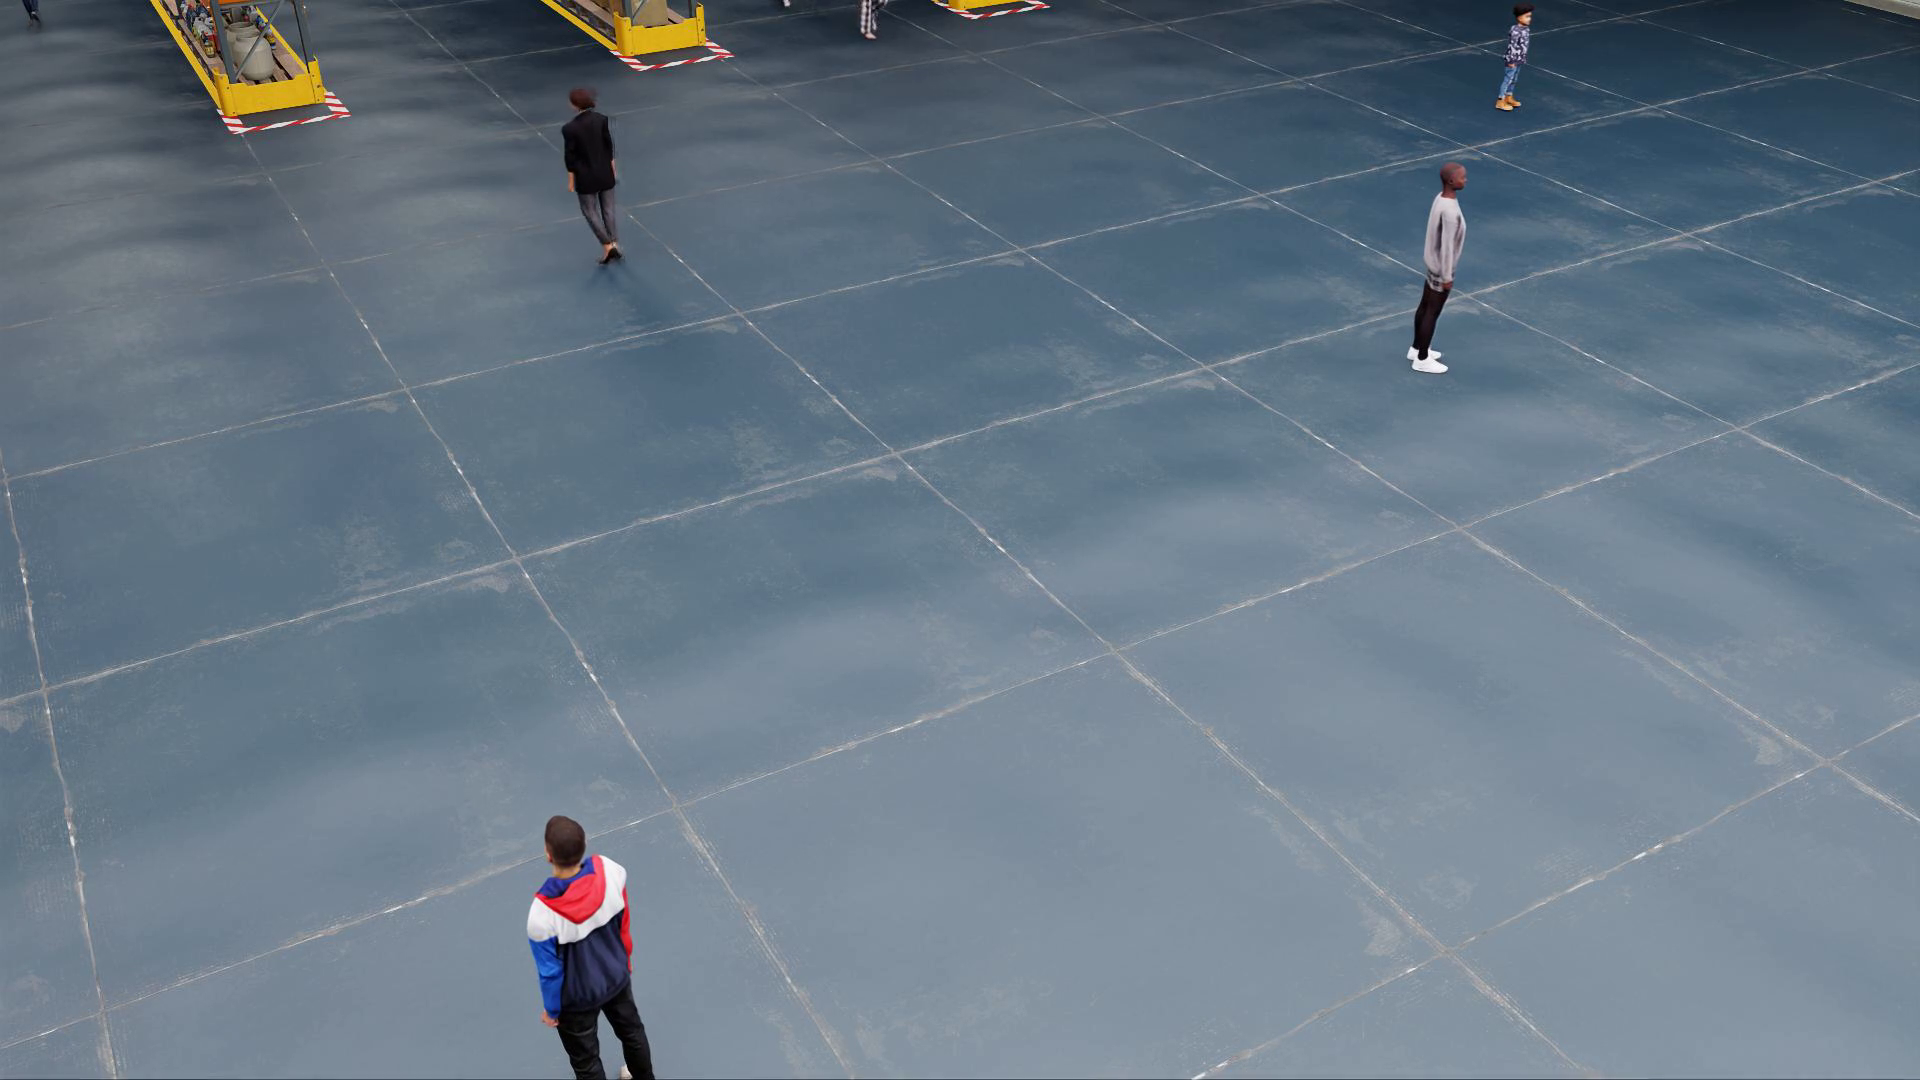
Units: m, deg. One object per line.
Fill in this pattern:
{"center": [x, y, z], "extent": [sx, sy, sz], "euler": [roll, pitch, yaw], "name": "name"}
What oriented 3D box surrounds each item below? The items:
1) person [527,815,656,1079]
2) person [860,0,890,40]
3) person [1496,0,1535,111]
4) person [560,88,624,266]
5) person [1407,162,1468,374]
{"center": [-1.598, 1.891, 7.171], "extent": [0.629, 1.756, 0.690], "euler": [26, 41, 35], "name": "person"}
{"center": [-1.271, -7.690, 22.282], "extent": [0.641, 1.840, 0.711], "euler": [-19, 37, -27], "name": "person"}
{"center": [6.607, -5.756, 19.772], "extent": [0.533, 1.247, 0.532], "euler": [28, 42, 37], "name": "person"}
{"center": [-3.409, -3.399, 15.609], "extent": [0.717, 1.702, 0.658], "euler": [-16, 36, -24], "name": "person"}
{"center": [3.946, -2.262, 13.742], "extent": [0.758, 1.771, 0.658], "euler": [3, 32, 4], "name": "person"}
